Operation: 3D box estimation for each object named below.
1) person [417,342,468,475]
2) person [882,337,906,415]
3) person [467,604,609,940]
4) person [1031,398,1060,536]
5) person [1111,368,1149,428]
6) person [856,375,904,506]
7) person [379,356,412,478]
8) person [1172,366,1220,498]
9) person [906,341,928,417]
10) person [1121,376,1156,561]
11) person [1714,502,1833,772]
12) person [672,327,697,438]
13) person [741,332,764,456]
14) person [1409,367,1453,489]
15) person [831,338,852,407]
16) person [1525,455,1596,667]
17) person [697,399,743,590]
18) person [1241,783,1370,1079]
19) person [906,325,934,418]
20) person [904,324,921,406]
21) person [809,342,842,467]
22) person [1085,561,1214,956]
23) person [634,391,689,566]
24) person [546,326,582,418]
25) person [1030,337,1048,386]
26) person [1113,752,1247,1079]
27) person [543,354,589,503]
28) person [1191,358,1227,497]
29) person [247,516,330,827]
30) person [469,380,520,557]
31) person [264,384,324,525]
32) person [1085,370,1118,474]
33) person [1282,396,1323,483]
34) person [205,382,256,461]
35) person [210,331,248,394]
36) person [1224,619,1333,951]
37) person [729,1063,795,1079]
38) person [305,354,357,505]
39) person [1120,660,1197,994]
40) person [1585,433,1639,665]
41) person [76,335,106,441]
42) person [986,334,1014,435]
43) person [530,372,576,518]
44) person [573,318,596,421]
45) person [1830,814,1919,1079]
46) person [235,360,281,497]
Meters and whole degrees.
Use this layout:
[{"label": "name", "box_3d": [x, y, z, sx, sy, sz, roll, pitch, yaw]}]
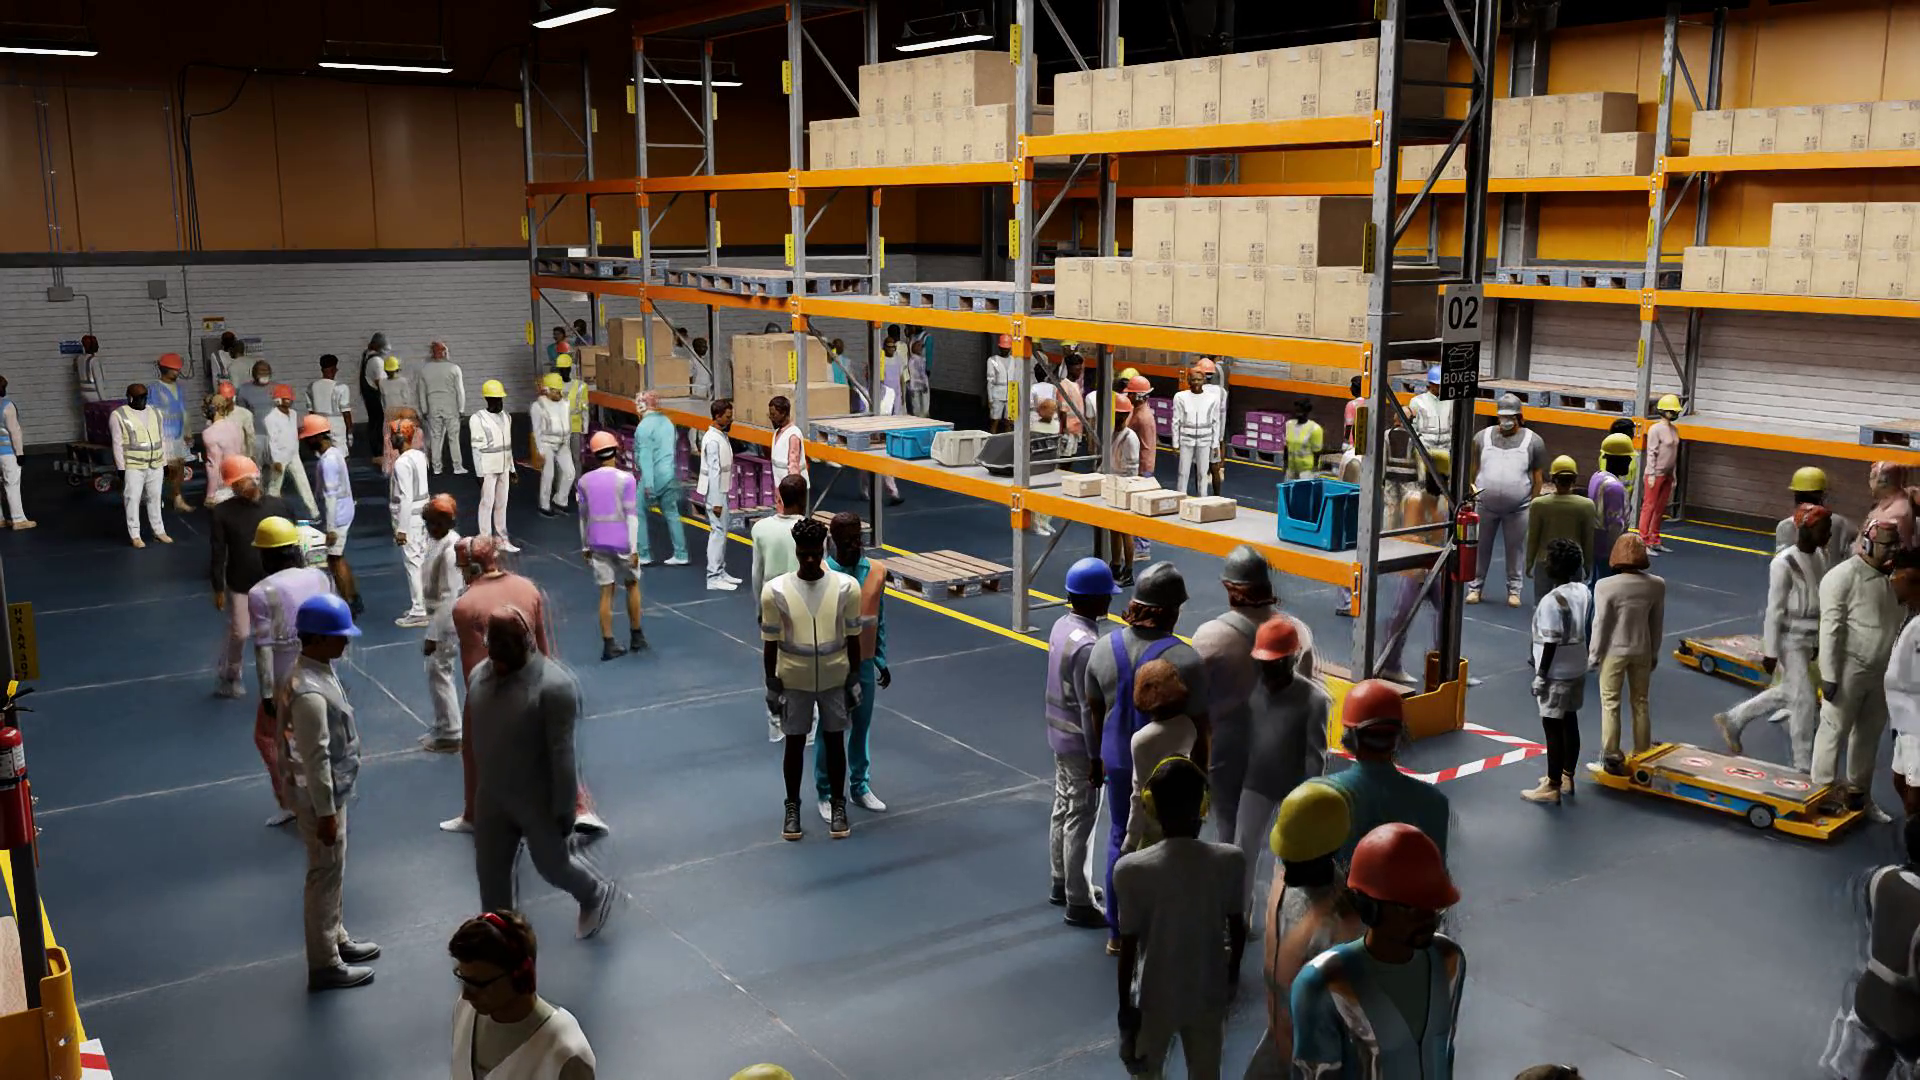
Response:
[{"label": "person", "box_3d": [-7.386, -1.873, 23.793, 0.643, 1.905, 0.400, 0, 11, 2]}, {"label": "person", "box_3d": [-1.095, -2.243, 25.874, 0.508, 1.837, 0.341, -5, 12, -24]}, {"label": "person", "box_3d": [-2.096, 1.204, 8.118, 0.646, 1.878, 0.877, 5, 12, 23]}, {"label": "person", "box_3d": [0.989, -0.842, 19.223, 0.384, 1.614, 0.542, 10, 15, 42]}, {"label": "person", "box_3d": [1.988, -1.115, 19.945, 0.649, 1.888, 0.443, -5, 12, -26]}, {"label": "person", "box_3d": [-1.062, -1.334, 21.321, 0.590, 1.785, 0.989, -6, 13, -29]}, {"label": "person", "box_3d": [-8.016, -1.762, 23.795, 0.530, 1.762, 0.855, 2, 11, 11]}, {"label": "person", "box_3d": [2.869, -1.170, 20.248, 0.574, 1.882, 0.358, 1, 11, 4]}, {"label": "person", "box_3d": [-0.695, -2.530, 27.860, 0.413, 1.631, 0.677, 3, 12, 16]}, {"label": "person", "box_3d": [1.920, -0.774, 17.933, 0.375, 1.995, 0.609, 0, 11, 0]}, {"label": "person", "box_3d": [5.457, 0.650, 11.016, 0.586, 1.858, 0.839, -9, 14, -38]}, {"label": "person", "box_3d": [-4.618, -2.607, 27.687, 0.454, 1.867, 0.566, 8, 14, 35]}, {"label": "person", "box_3d": [-3.175, -2.239, 25.633, 0.378, 1.917, 0.599, 7, 13, 31]}, {"label": "person", "box_3d": [5.555, -1.071, 19.575, 0.614, 1.943, 0.405, -2, 11, -11]}, {"label": "person", "box_3d": [-1.917, -2.203, 25.704, 0.543, 1.824, 0.716, -2, 11, -12]}, {"label": "person", "box_3d": [4.908, 0.184, 13.643, 0.534, 1.759, 0.344, 2, 11, 12]}, {"label": "person", "box_3d": [-2.400, -0.450, 16.513, 0.408, 1.907, 0.598, 0, 11, -2]}, {"label": "person", "box_3d": [1.092, 1.696, 5.540, 0.578, 1.893, 0.612, -4, 12, -17]}, {"label": "person", "box_3d": [-0.777, -3.158, 30.565, 0.635, 1.832, 0.429, 9, 14, 39]}, {"label": "person", "box_3d": [-0.843, -2.916, 29.280, 0.346, 1.847, 0.505, 1, 11, 7]}, {"label": "person", "box_3d": [-2.037, -1.990, 24.583, 0.579, 1.844, 0.699, 1, 11, 3]}, {"label": "person", "box_3d": [0.988, 1.100, 8.222, 0.674, 2.000, 0.535, 10, 15, 41]}, {"label": "person", "box_3d": [-3.253, -0.631, 17.559, 0.783, 1.861, 0.705, 4, 12, 19]}, {"label": "person", "box_3d": [-6.824, -2.801, 28.753, 0.571, 1.821, 0.749, 1, 11, 7]}, {"label": "person", "box_3d": [1.229, -2.568, 27.799, 0.490, 1.729, 0.324, 1, 11, 5]}, {"label": "person", "box_3d": [0.790, 1.659, 5.968, 0.512, 1.820, 0.945, 0, 11, -2]}, {"label": "person", "box_3d": [-5.092, -1.446, 21.539, 0.585, 1.930, 0.358, -1, 11, -7]}, {"label": "person", "box_3d": [3.043, -1.292, 20.729, 0.549, 1.936, 0.377, -5, 12, -24]}, {"label": "person", "box_3d": [-4.041, 0.803, 10.055, 0.491, 1.912, 0.586, 6, 13, 29]}, {"label": "person", "box_3d": [-5.072, -0.788, 18.171, 0.370, 1.929, 0.585, 6, 12, 27]}, {"label": "person", "box_3d": [-7.935, -0.991, 19.745, 0.885, 1.707, 0.593, 3, 11, 15]}, {"label": "person", "box_3d": [1.744, -1.194, 20.459, 0.566, 1.844, 0.381, -10, 15, -41]}, {"label": "person", "box_3d": [3.960, -0.837, 19.052, 0.501, 1.676, 0.539, -9, 14, -39]}, {"label": "person", "box_3d": [-8.714, -1.011, 19.843, 0.578, 1.713, 0.800, -3, 11, -13]}, {"label": "person", "box_3d": [-11.592, -2.381, 26.474, 0.575, 1.876, 0.356, -9, 14, -39]}, {"label": "person", "box_3d": [1.569, 1.235, 8.380, 0.566, 1.701, 0.875, 8, 14, 36]}, {"label": "person", "box_3d": [-0.496, 2.080, 4.013, 0.489, 1.729, 0.322, 6, 13, 29]}, {"label": "person", "box_3d": [-8.002, -1.390, 21.183, 0.606, 1.957, 0.373, 2, 11, 11]}, {"label": "person", "box_3d": [0.953, 1.364, 7.913, 0.281, 1.633, 0.499, 10, 15, 41]}, {"label": "person", "box_3d": [5.367, 0.072, 13.773, 0.363, 1.928, 0.587, 1, 11, 4]}, {"label": "person", "box_3d": [-13.252, -2.189, 25.457, 0.584, 1.882, 0.345, 8, 14, 35]}, {"label": "person", "box_3d": [0.665, -2.153, 25.157, 0.542, 1.929, 0.374, -5, 12, -23]}, {"label": "person", "box_3d": [-4.958, -1.155, 20.360, 0.569, 1.804, 0.614, 8, 14, 35]}, {"label": "person", "box_3d": [-6.497, -2.872, 28.841, 0.372, 1.932, 0.639, -6, 13, -28]}, {"label": "person", "box_3d": [3.363, 1.732, 5.992, 0.892, 1.655, 0.530, -1, 11, -7]}, {"label": "person", "box_3d": [-8.756, -1.315, 20.909, 0.666, 1.912, 0.546, -4, 12, -21]}]
